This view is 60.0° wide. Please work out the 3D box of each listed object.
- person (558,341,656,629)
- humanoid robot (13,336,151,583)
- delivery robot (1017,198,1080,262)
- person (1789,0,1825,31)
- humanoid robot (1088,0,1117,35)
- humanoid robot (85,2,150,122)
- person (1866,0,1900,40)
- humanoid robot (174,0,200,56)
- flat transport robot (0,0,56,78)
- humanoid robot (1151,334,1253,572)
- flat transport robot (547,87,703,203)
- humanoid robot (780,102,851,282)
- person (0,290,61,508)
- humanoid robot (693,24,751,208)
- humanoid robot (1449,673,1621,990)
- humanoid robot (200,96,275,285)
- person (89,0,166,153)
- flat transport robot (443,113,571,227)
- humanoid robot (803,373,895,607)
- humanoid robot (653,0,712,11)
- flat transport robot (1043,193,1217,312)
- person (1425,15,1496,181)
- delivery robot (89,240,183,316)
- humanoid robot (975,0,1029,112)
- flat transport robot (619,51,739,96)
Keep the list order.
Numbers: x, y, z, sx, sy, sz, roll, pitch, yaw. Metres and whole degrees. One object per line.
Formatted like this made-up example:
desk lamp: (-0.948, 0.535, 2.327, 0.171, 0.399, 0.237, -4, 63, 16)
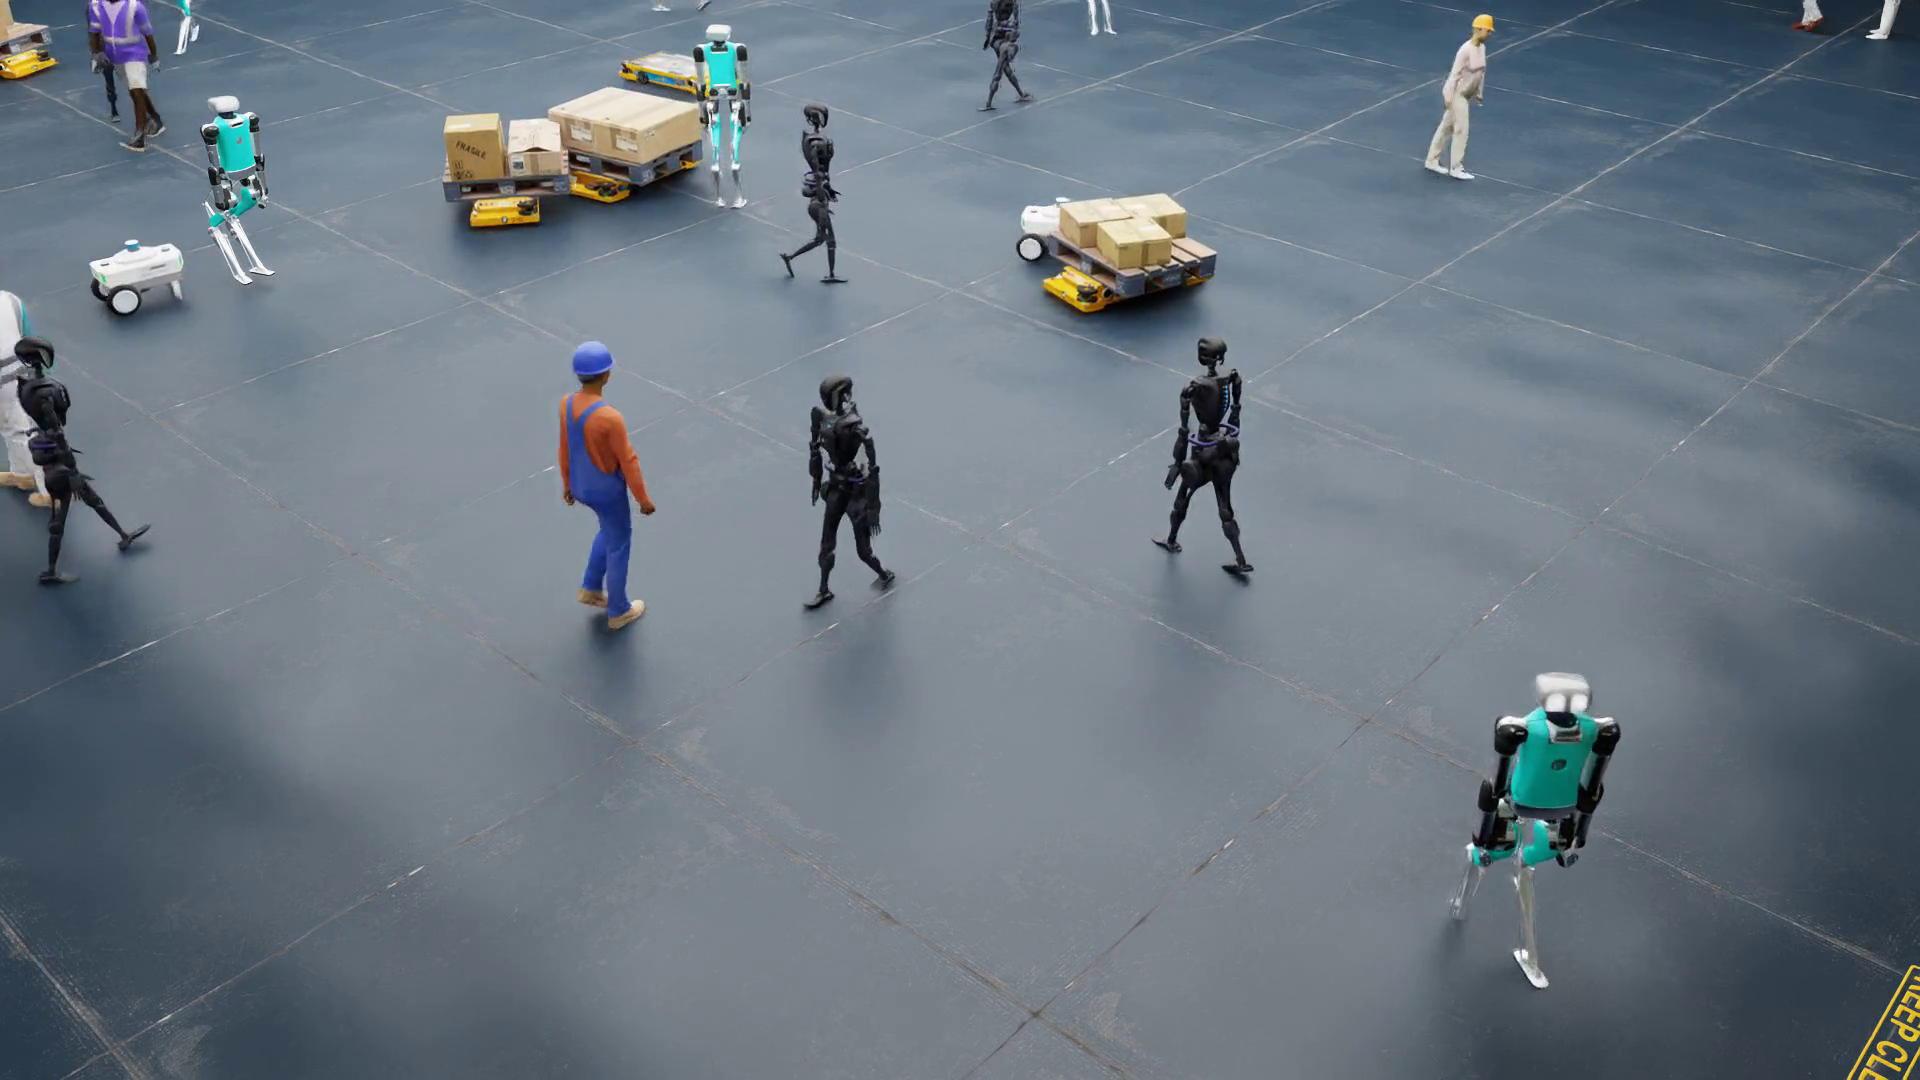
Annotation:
person: (-2.150, -0.318, 10.130, 0.553, 1.890, 0.441, 24, 39, 33)
humanoid robot: (-5.771, -0.550, 10.728, 0.735, 1.626, 0.603, -18, 36, -27)
delivery robot: (0.942, -2.905, 15.554, 0.769, 0.587, 0.499, 7, 33, 11)
person: (11.360, -7.695, 22.101, 0.537, 1.795, 0.548, 15, 35, 23)
humanoid robot: (1.819, -7.523, 21.896, 0.551, 1.783, 0.789, -1, 32, -2)
humanoid robot: (-9.506, -5.504, 18.714, 0.693, 1.627, 0.611, 17, 36, 25)
person: (12.268, -7.396, 21.762, 0.306, 1.640, 0.510, 21, 37, 29)
humanoid robot: (-10.088, -7.215, 21.423, 0.530, 1.774, 1.016, 1, 32, 2)
flat transport robot: (-12.168, -6.022, 20.852, 1.431, 0.231, 0.659, 10, 33, 15)
humanoid robot: (1.621, -0.559, 10.768, 0.611, 1.625, 0.784, -23, 38, -32)
flat transport robot: (-3.429, -3.860, 17.370, 0.659, 0.231, 1.431, 18, 36, 26)
humanoid robot: (-1.322, -3.082, 14.794, 0.597, 1.633, 0.600, 0, 32, 0)
person: (-6.664, -1.051, 11.380, 0.792, 1.813, 0.624, 6, 32, 10)
humanoid robot: (-2.319, -4.115, 16.359, 0.530, 1.757, 0.710, -3, 32, -4)
humanoid robot: (2.602, 1.272, 7.803, 0.530, 1.869, 0.782, 0, 32, 1)
humanoid robot: (-6.452, -3.114, 14.652, 0.735, 1.676, 0.533, 19, 37, 28)
person: (-9.058, -5.205, 17.998, 0.604, 1.889, 1.038, 4, 32, 7)
flat transport robot: (-4.542, -3.525, 16.831, 0.659, 0.231, 1.431, -6, 32, -10)
humanoid robot: (-0.691, -0.309, 10.369, 0.596, 1.644, 0.654, 25, 40, 34)
humanoid robot: (-3.821, -8.107, 22.859, 1.001, 1.778, 0.530, 9, 33, 14)
flat transport robot: (1.518, -2.391, 15.005, 1.431, 0.231, 0.659, -18, 36, -27)
person: (5.222, -4.572, 17.193, 0.674, 1.657, 0.497, 22, 38, 31)
delivery robot: (-7.239, -2.339, 14.640, 0.751, 0.584, 0.522, -25, 39, -34)
humanoid robot: (0.517, -5.806, 19.220, 0.789, 1.628, 0.600, -18, 36, -27)
flat transport robot: (-3.435, -5.709, 20.346, 1.431, 0.231, 0.659, 20, 37, 29)
